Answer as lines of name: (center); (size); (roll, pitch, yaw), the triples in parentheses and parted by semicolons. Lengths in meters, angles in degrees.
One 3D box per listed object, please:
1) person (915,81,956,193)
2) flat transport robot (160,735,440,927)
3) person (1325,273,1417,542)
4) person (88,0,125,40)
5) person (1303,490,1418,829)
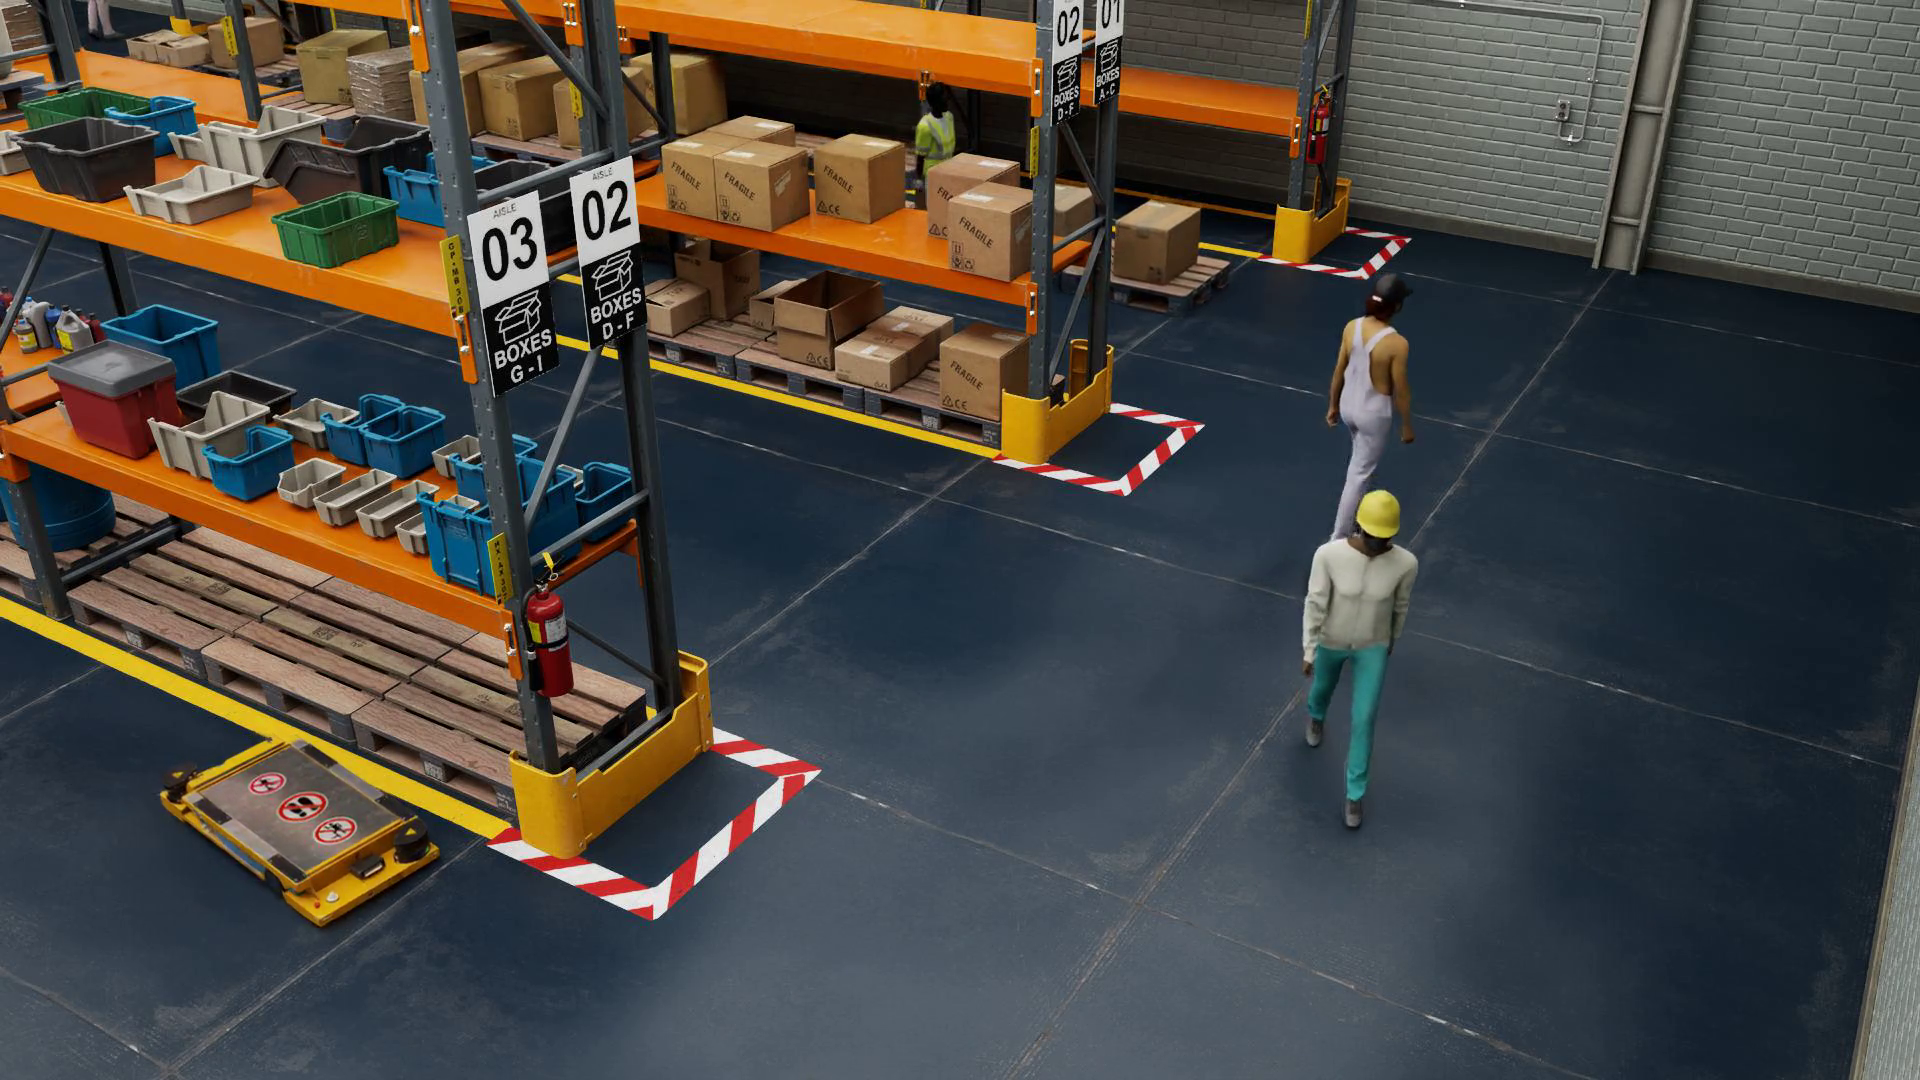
person: (-0.275, -3.395, 15.288); (0.787, 1.672, 0.544); (15, 32, 25)
flat transport robot: (-3.265, 1.370, 8.175); (1.431, 0.231, 0.659); (22, 36, 34)
person: (2.628, -0.809, 10.467); (0.644, 1.838, 0.536); (-20, 35, -31)
person: (-12.150, -7.918, 23.235); (0.575, 1.833, 0.502); (16, 33, 26)
person: (1.959, 0.473, 8.291); (0.518, 1.719, 0.911); (5, 30, 9)
